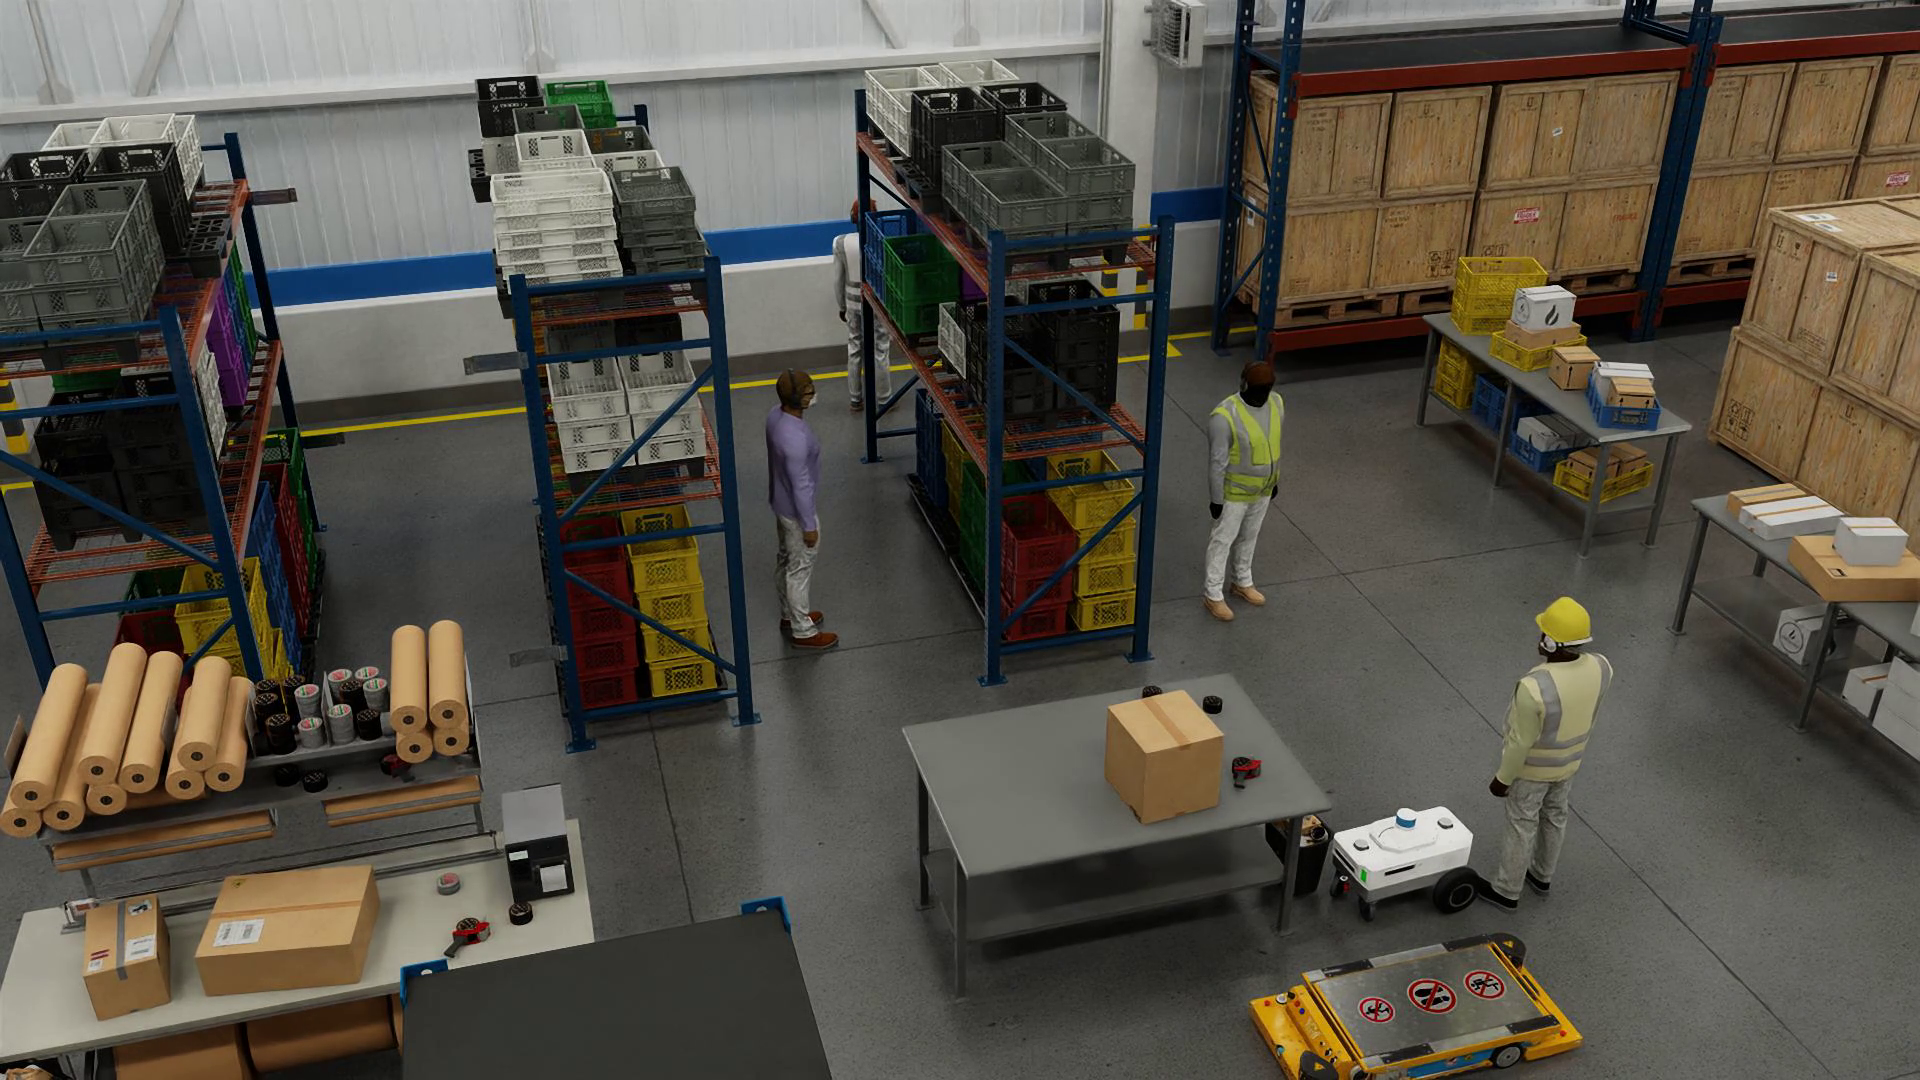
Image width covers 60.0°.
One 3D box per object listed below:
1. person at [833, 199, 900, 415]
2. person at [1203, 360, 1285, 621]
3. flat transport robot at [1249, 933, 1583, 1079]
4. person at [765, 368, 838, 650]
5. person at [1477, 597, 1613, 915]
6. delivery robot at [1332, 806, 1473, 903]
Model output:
[{"bbox_3d":[-0.773,-1.969,14.055,0.576,1.883,0.355,8,30,14],"label":"person"},{"bbox_3d":[1.915,-0.349,11.154,0.633,1.837,0.429,-21,35,-33],"label":"person"},{"bbox_3d":[2.184,2.282,7.980,1.431,0.197,0.652,-8,30,-14],"label":"flat transport robot"},{"bbox_3d":[-1.051,-0.205,10.787,0.371,1.941,0.627,-10,30,-17],"label":"person"},{"bbox_3d":[2.967,1.103,8.515,0.588,1.834,0.403,-15,32,-26],"label":"person"},{"bbox_3d":[2.325,1.636,8.769,0.707,0.478,0.477,-10,30,-18],"label":"delivery robot"}]
